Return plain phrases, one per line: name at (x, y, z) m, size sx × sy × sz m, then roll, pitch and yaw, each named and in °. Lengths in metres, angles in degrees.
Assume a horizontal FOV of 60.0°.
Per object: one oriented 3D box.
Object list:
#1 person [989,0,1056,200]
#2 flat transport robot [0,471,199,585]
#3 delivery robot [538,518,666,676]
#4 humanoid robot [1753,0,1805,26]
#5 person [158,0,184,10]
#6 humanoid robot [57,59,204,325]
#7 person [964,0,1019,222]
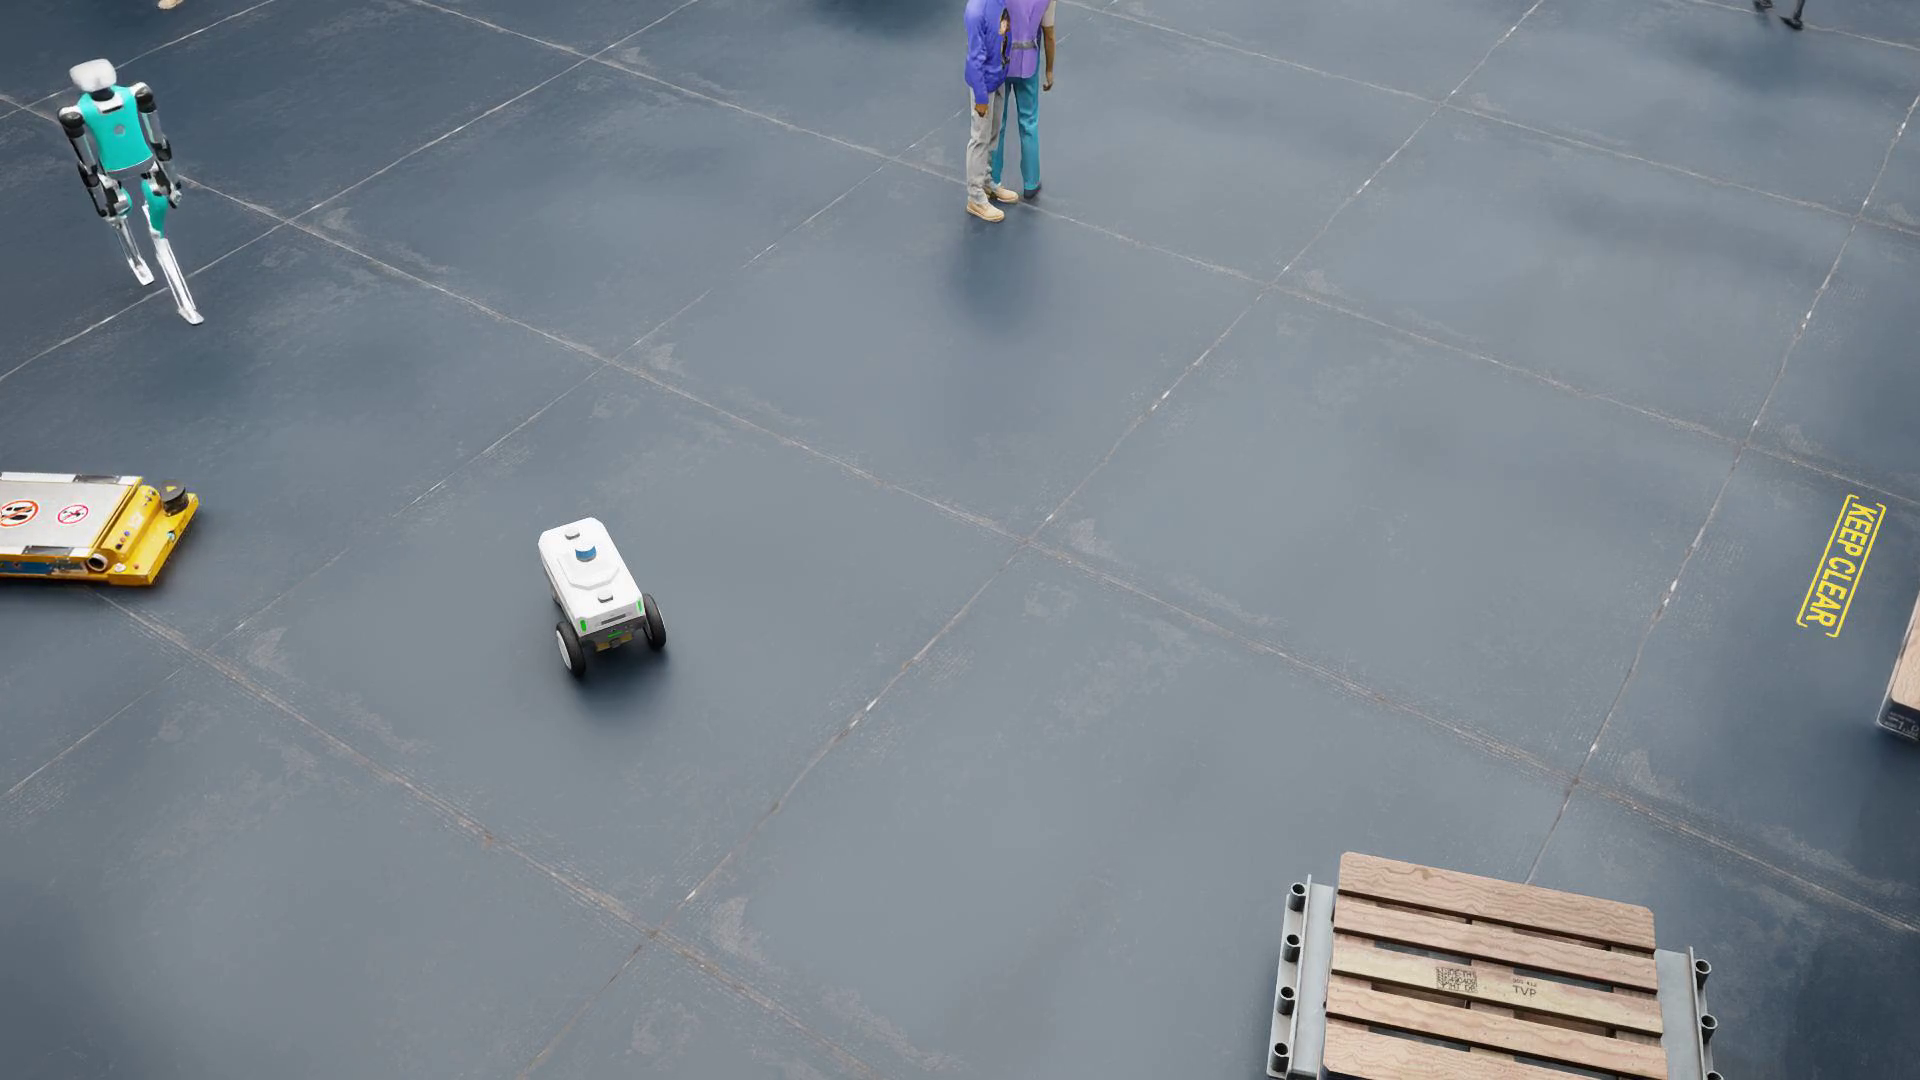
person at (0.346, -3.129, 11.099) m, size 0.567 × 1.840 × 0.374 m, roll 0°, pitch 42°, yaw 0°
flat transport robot at (-4.897, -0.064, 8.851) m, size 1.431 × 0.231 × 0.659 m, roll 2°, pitch 42°, yaw 2°
delivery robot at (-1.828, 0.239, 8.287) m, size 0.499 × 0.581 × 0.774 m, roll -19°, pitch 45°, yaw -20°
humanoid robot at (6.879, -4.974, 13.304) m, size 0.606 × 1.626 × 0.568 m, roll 1°, pitch 42°, yaw 1°
person at (-6.460, -5.190, 13.514) m, size 0.349 × 1.706 × 0.651 m, roll 25°, pitch 48°, yaw 25°
humanoid robot at (-5.140, -2.209, 10.196) m, size 0.548 × 1.756 × 1.003 m, roll -30°, pitch 50°, yaw -29°
person at (0.210, -3.017, 10.955) m, size 0.343 × 1.873 × 0.459 m, roll 17°, pitch 44°, yaw 18°
